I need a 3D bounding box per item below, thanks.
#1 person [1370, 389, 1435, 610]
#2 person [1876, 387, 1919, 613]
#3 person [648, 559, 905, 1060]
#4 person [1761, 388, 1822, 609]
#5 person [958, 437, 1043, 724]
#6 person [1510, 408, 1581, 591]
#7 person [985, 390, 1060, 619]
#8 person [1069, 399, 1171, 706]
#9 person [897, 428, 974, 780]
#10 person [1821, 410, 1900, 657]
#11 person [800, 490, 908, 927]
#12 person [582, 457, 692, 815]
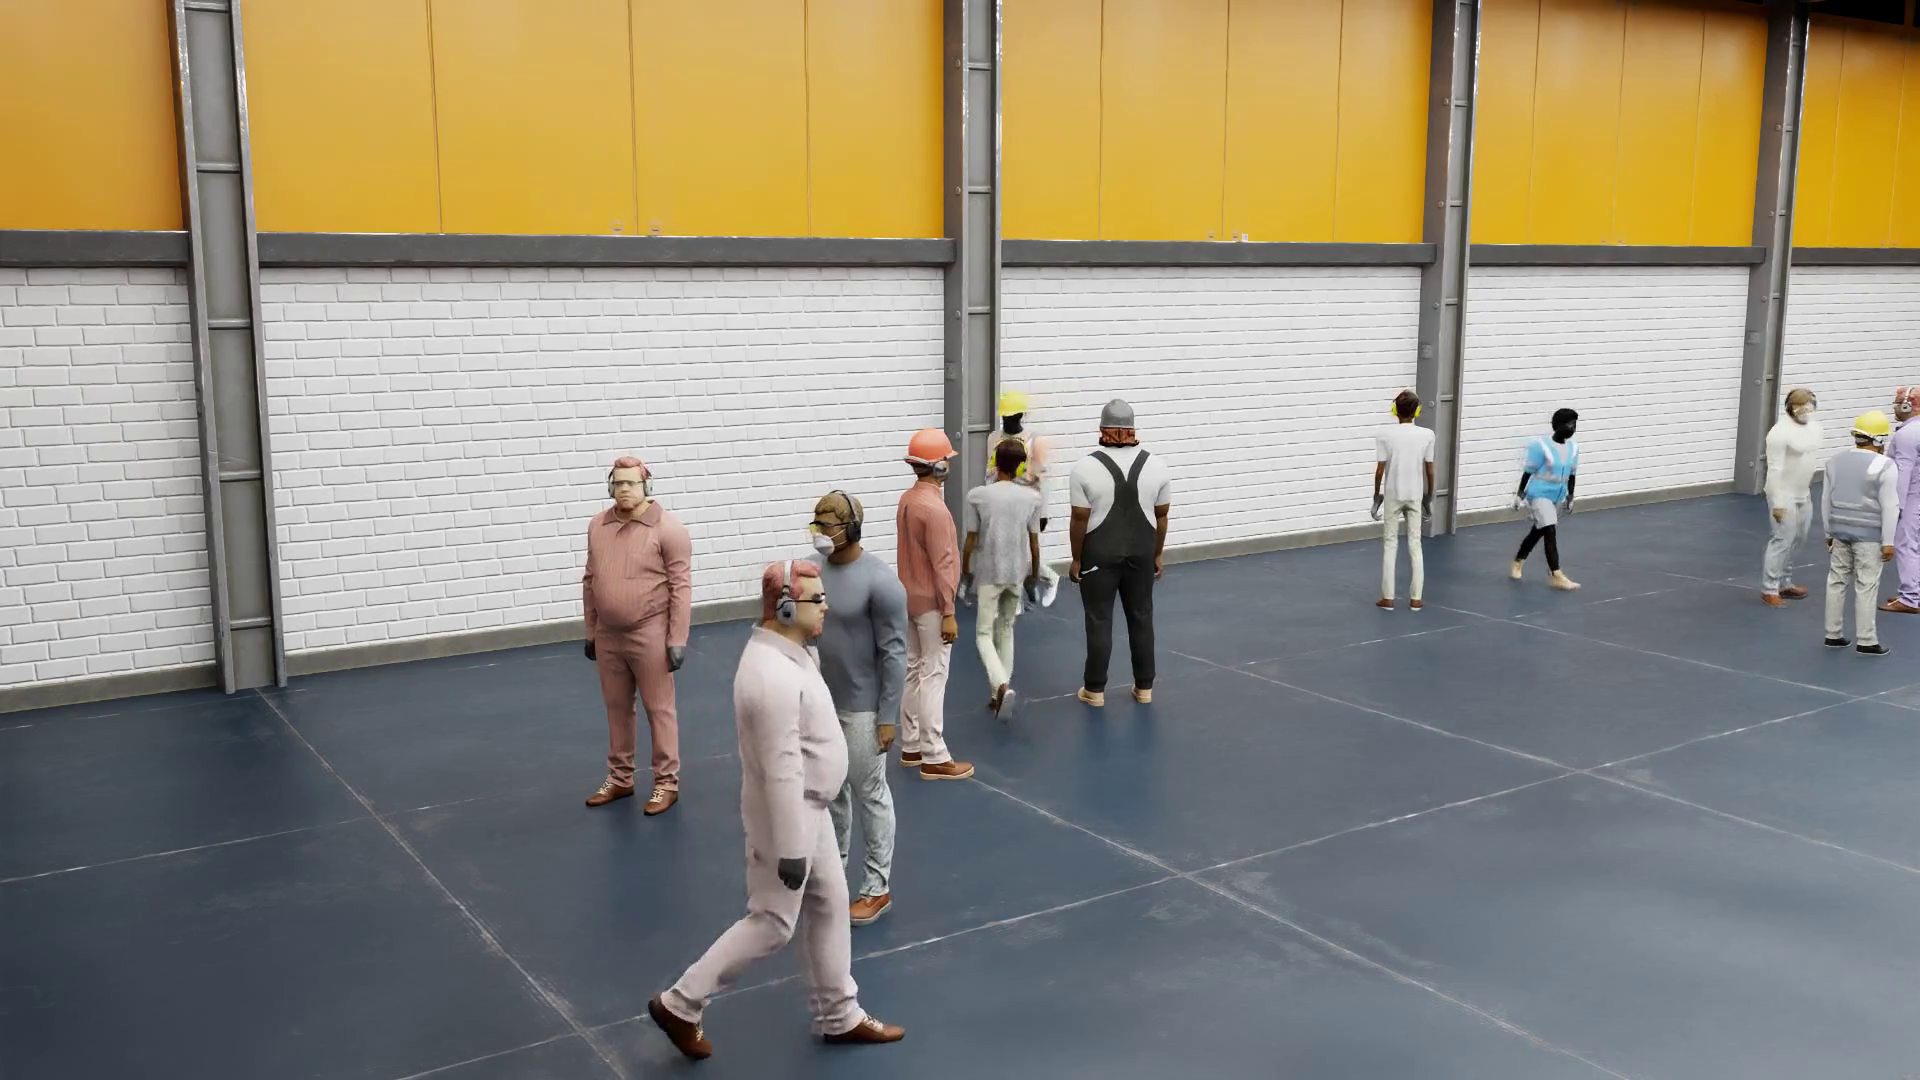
[{"bbox_3d":[3.739,-0.335,14.045,0.532,1.868,0.310,1,9,4],"label":"person"},{"bbox_3d":[7.992,-0.343,14.046,0.408,1.895,0.662,8,12,41],"label":"person"},{"bbox_3d":[-0.681,0.991,6.045,0.875,1.876,0.652,0,9,-2],"label":"person"},{"bbox_3d":[7.046,-0.360,14.126,0.736,1.893,0.474,-6,11,-33],"label":"person"},{"bbox_3d":[0.261,0.261,10.566,0.537,1.831,0.740,-2,10,-14],"label":"person"},{"bbox_3d":[5.294,-0.393,15.079,0.567,1.641,0.847,-5,11,-28],"label":"person"},{"bbox_3d":[0.514,-0.302,13.758,0.586,1.901,0.608,9,13,43],"label":"person"},{"bbox_3d":[1.023,0.076,11.050,0.684,2.000,0.535,-2,10,-11],"label":"person"},{"bbox_3d":[-0.167,0.359,9.473,0.375,1.997,0.611,-4,10,-23],"label":"person"},{"bbox_3d":[6.739,-0.052,12.441,0.404,1.834,0.592,-4,10,-23],"label":"person"},{"bbox_3d":[-0.501,0.736,7.382,0.629,1.939,0.374,8,12,40],"label":"person"},{"bbox_3d":[-1.747,0.504,8.863,0.652,1.909,0.409,4,10,24],"label":"person"}]
